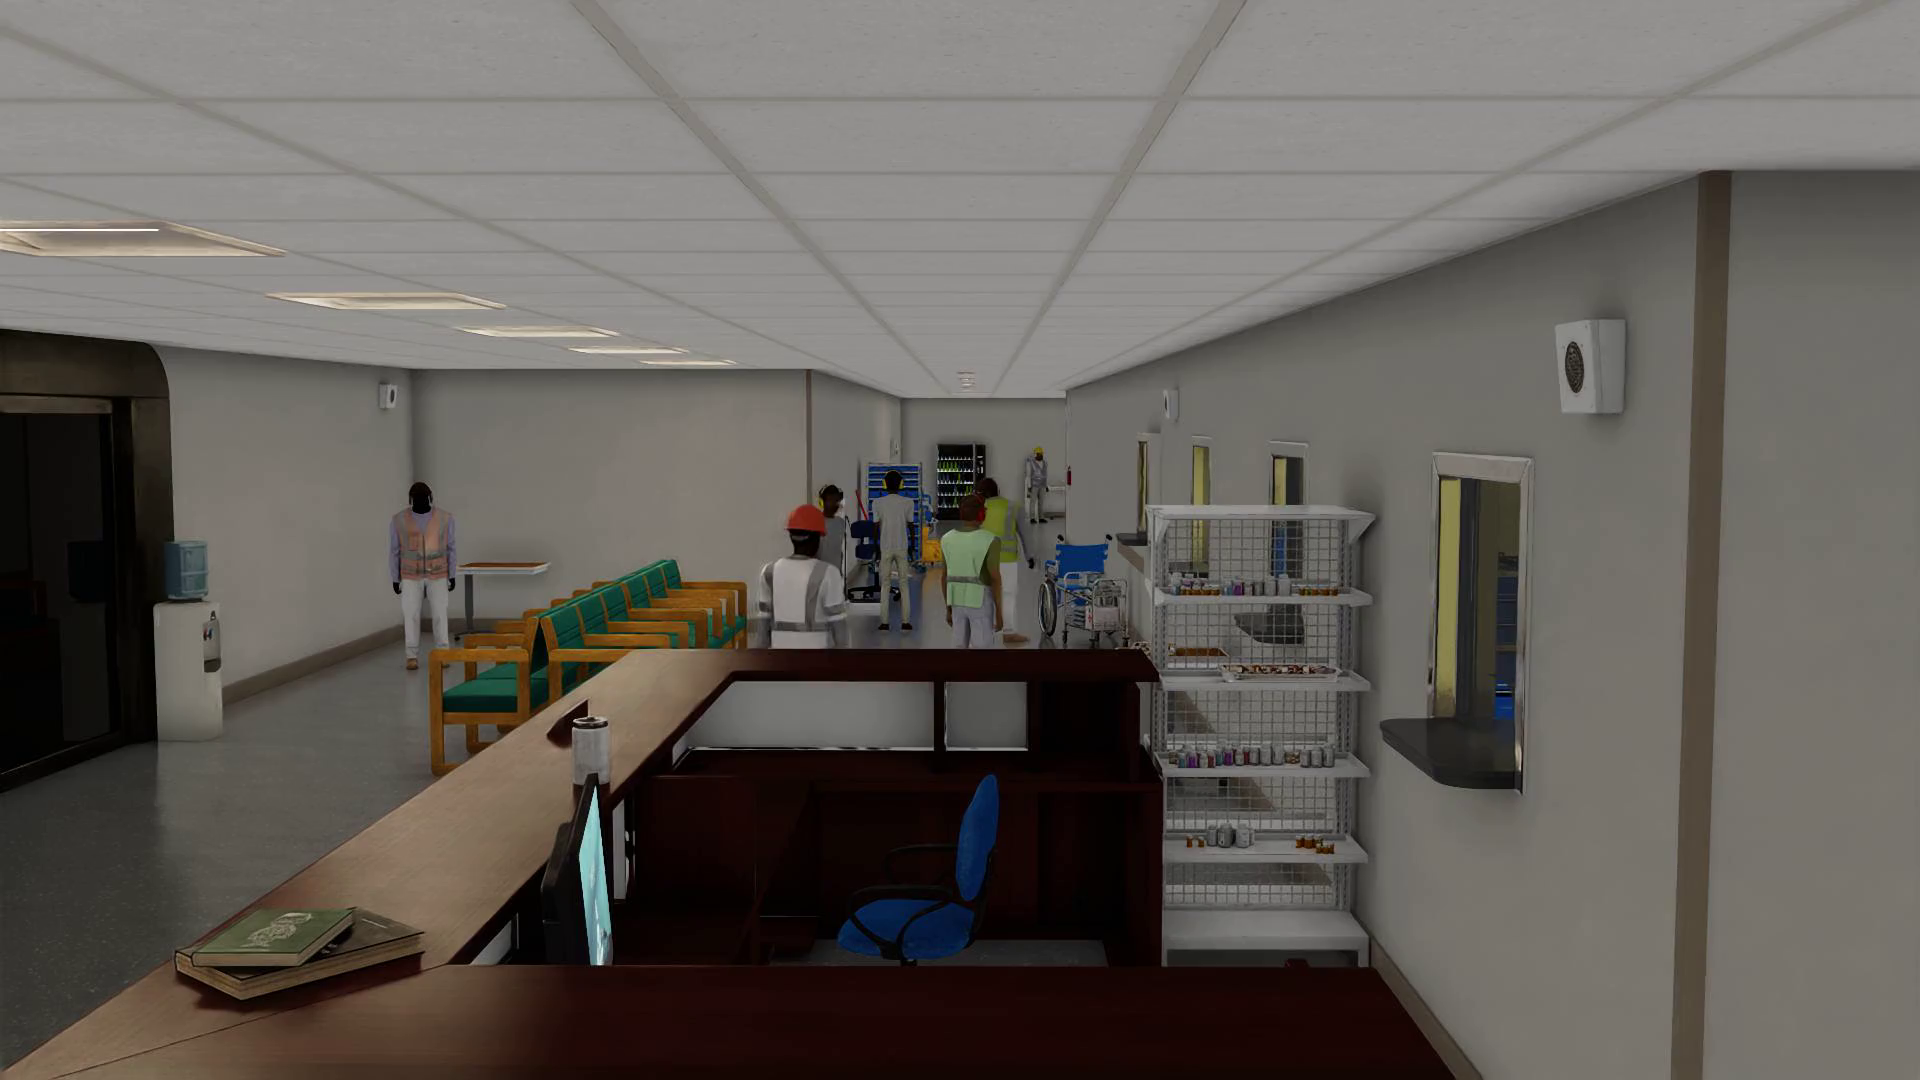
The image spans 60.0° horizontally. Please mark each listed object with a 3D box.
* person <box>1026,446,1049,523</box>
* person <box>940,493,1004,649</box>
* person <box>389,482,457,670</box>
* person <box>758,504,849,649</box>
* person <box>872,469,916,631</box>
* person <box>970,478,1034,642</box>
[{"bbox_3d":[1.857,-1.307,39.434,0.595,1.836,0.404,-3,5,-32],"label":"person"},{"bbox_3d":[0.093,0.549,13.296,0.565,1.850,0.390,3,5,35],"label":"person"},{"bbox_3d":[-5.233,0.352,16.224,0.628,1.837,0.429,-1,4,-18],"label":"person"},{"bbox_3d":[-0.947,0.741,10.151,0.544,1.912,0.449,2,5,29],"label":"person"},{"bbox_3d":[-0.760,0.120,19.135,0.513,1.877,0.328,0,4,-4],"label":"person"},{"bbox_3d":[0.415,0.231,18.125,0.724,1.813,0.430,1,4,8],"label":"person"}]
